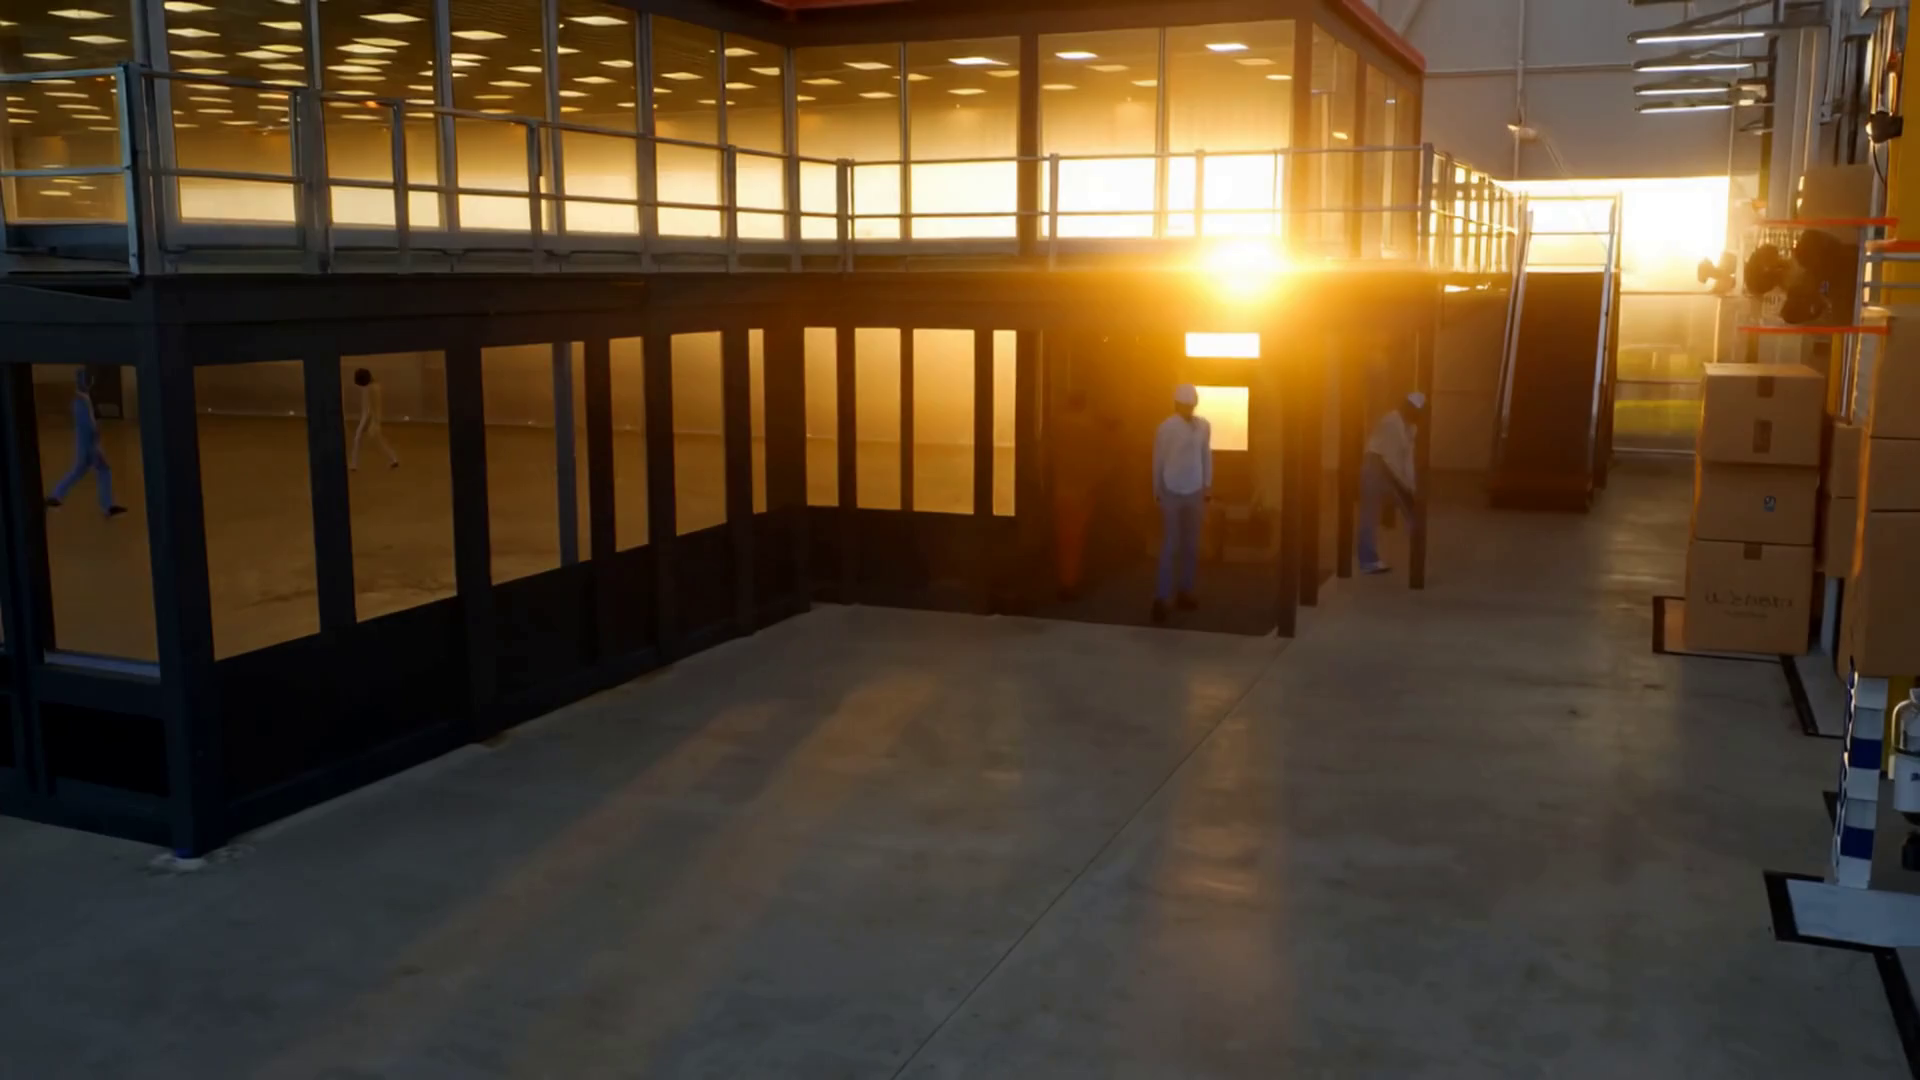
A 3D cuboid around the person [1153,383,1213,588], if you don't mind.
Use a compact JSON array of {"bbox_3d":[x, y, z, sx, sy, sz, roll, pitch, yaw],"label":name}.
[{"bbox_3d":[2.164,-0.526,16.082,0.628,1.988,0.409,-4,10,-22],"label":"person"}]
